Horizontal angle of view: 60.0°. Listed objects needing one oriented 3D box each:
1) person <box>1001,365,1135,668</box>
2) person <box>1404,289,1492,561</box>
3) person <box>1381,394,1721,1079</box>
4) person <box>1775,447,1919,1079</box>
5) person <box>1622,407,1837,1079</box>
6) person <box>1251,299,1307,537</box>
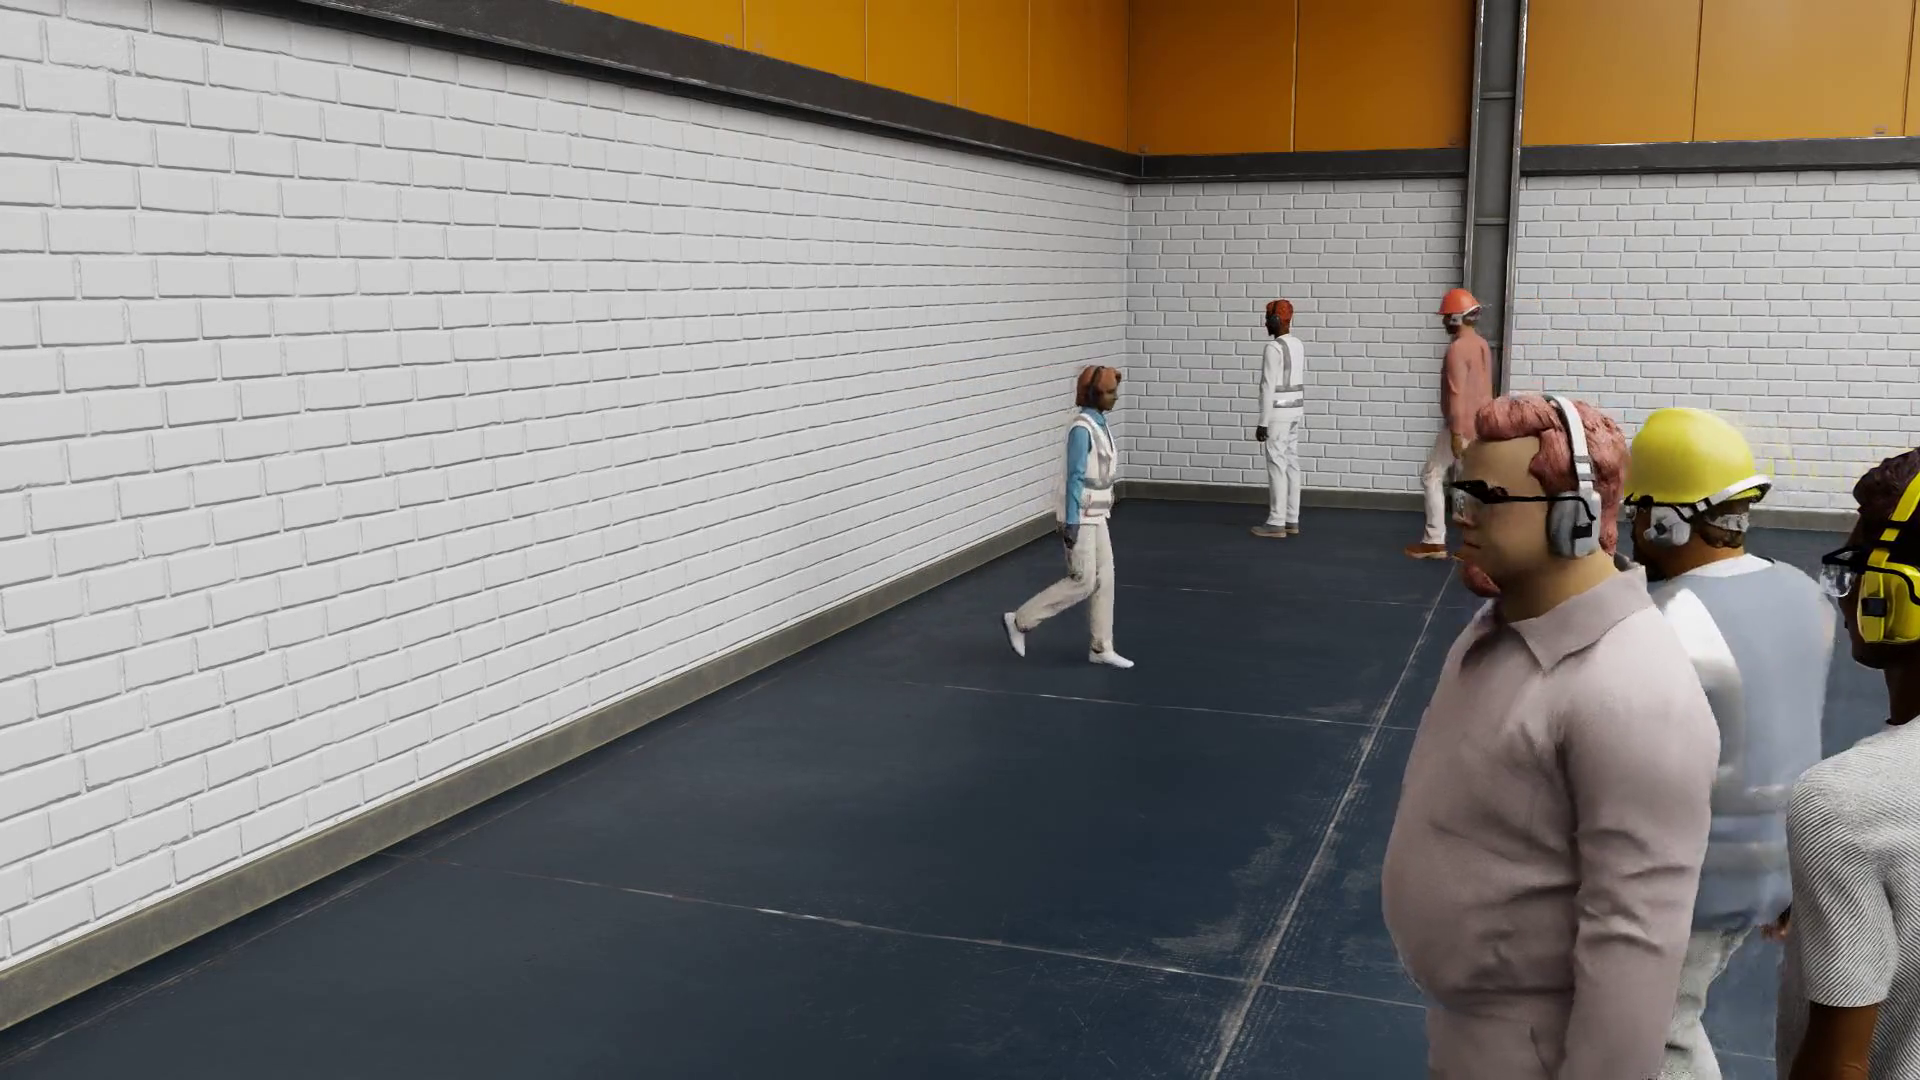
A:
[{"bbox_3d":[0.584,-0.115,8.713,0.609,1.615,0.543,3,9,17],"label":"person"},{"bbox_3d":[3.564,-0.815,12.007,0.747,1.966,0.632,9,13,44],"label":"person"},{"bbox_3d":[0.853,0.749,2.495,0.454,1.928,0.670,0,9,2],"label":"person"},{"bbox_3d":[1.144,0.817,2.063,0.512,1.872,0.328,-5,10,-27],"label":"person"},{"bbox_3d":[1.405,0.651,3.253,0.613,1.816,0.429,-6,11,-32],"label":"person"},{"bbox_3d":[2.550,-0.964,13.218,0.338,1.882,0.568,6,11,34],"label":"person"}]
